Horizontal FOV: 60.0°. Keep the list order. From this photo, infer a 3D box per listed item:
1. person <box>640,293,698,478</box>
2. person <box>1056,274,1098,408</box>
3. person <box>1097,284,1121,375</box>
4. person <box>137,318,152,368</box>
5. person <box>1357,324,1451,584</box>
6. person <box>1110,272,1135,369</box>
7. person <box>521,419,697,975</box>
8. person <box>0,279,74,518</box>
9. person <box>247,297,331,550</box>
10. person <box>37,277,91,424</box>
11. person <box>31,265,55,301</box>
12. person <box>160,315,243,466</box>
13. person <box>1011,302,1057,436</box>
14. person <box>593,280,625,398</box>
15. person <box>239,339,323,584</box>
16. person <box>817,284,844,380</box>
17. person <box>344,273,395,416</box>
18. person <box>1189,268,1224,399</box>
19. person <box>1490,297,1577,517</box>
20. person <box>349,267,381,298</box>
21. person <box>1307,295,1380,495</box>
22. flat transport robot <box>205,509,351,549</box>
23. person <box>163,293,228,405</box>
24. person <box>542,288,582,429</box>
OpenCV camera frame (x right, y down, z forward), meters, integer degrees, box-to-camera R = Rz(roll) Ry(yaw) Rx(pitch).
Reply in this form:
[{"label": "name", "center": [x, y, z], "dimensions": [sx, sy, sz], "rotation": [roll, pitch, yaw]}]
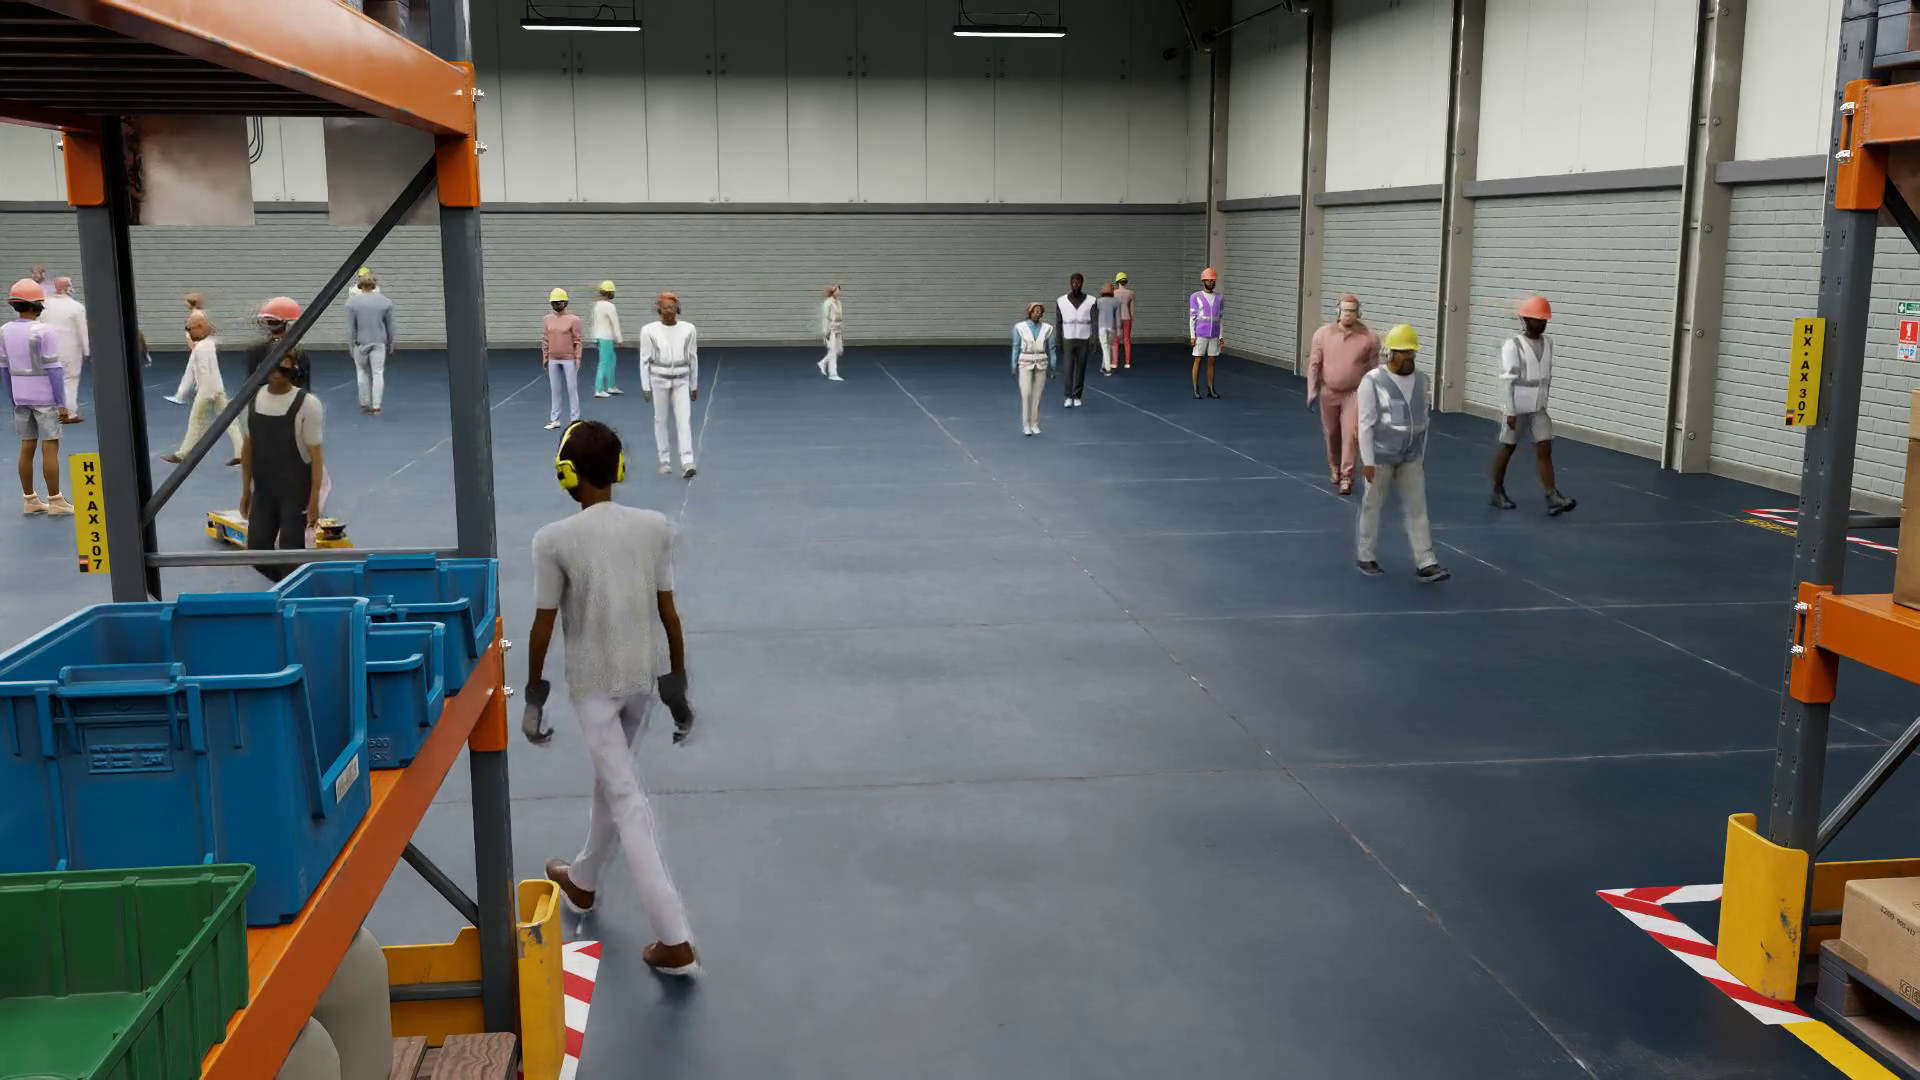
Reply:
[{"label": "person", "center": [-2.890, -1.542, 16.665], "dimensions": [0.592, 1.833, 0.971], "rotation": [-4, 11, -19]}, {"label": "person", "center": [1.645, -2.789, 23.403], "dimensions": [0.594, 1.878, 0.936], "rotation": [0, 10, 2]}, {"label": "person", "center": [2.558, -3.689, 29.142], "dimensions": [0.492, 1.577, 0.862], "rotation": [-2, 10, -10]}, {"label": "person", "center": [-10.783, -2.386, 21.414], "dimensions": [0.593, 1.807, 0.969], "rotation": [-3, 11, -14]}, {"label": "person", "center": [3.072, -0.581, 11.527], "dimensions": [0.616, 1.792, 0.870], "rotation": [-3, 11, -18]}, {"label": "person", "center": [2.937, -4.013, 30.437], "dimensions": [0.525, 1.764, 0.326], "rotation": [-3, 11, -18]}, {"label": "person", "center": [-1.181, 0.501, 5.581], "dimensions": [0.509, 1.808, 1.010], "rotation": [-10, 14, -43]}, {"label": "person", "center": [-7.922, -1.211, 14.292], "dimensions": [0.607, 2.048, 0.368], "rotation": [3, 11, 17]}, {"label": "person", "center": [-4.855, -0.759, 12.027], "dimensions": [0.623, 1.975, 0.545], "rotation": [4, 11, 23]}, {"label": "person", "center": [-11.536, -2.440, 21.470], "dimensions": [0.667, 1.890, 0.413], "rotation": [1, 10, 7]}, {"label": "person", "center": [-16.730, -4.059, 30.343], "dimensions": [0.648, 1.894, 0.483], "rotation": [-2, 11, -10]}, {"label": "person", "center": [-7.916, -1.540, 17.341], "dimensions": [0.879, 1.584, 0.527], "rotation": [-1, 10, -5]}, {"label": "person", "center": [0.915, -2.061, 20.131], "dimensions": [0.544, 1.612, 0.686], "rotation": [-2, 11, -11]}, {"label": "person", "center": [-5.250, -3.020, 25.037], "dimensions": [0.680, 1.744, 0.539], "rotation": [-7, 13, -34]}, {"label": "person", "center": [-3.944, -0.269, 9.739], "dimensions": [0.558, 1.825, 0.473], "rotation": [2, 11, 12]}, {"label": "person", "center": [-2.188, -3.494, 27.962], "dimensions": [0.484, 1.630, 0.519], "rotation": [4, 11, 23]}, {"label": "person", "center": [-8.034, -2.661, 22.638], "dimensions": [0.647, 1.897, 0.931], "rotation": [-5, 12, -27]}, {"label": "person", "center": [3.681, -3.066, 24.751], "dimensions": [0.545, 1.942, 0.352], "rotation": [-3, 11, -16]}, {"label": "person", "center": [4.955, -1.151, 14.399], "dimensions": [0.574, 1.881, 0.992], "rotation": [-4, 11, -20]}, {"label": "person", "center": [-11.193, -4.222, 31.386], "dimensions": [0.600, 1.831, 0.404], "rotation": [-3, 11, -15]}, {"label": "person", "center": [3.661, -1.407, 15.872], "dimensions": [0.642, 1.872, 0.917], "rotation": [4, 11, 19]}, {"label": "flat transport robot", "center": [-5.355, -0.087, 13.004], "dimensions": [0.652, 0.197, 1.431], "rotation": [-9, 13, -39]}, {"label": "person", "center": [-10.950, -2.711, 23.756], "dimensions": [0.856, 1.594, 0.542], "rotation": [-4, 11, -20]}, {"label": "person", "center": [-4.975, -2.254, 20.782], "dimensions": [0.523, 1.769, 0.323], "rotation": [2, 11, 13]}]
